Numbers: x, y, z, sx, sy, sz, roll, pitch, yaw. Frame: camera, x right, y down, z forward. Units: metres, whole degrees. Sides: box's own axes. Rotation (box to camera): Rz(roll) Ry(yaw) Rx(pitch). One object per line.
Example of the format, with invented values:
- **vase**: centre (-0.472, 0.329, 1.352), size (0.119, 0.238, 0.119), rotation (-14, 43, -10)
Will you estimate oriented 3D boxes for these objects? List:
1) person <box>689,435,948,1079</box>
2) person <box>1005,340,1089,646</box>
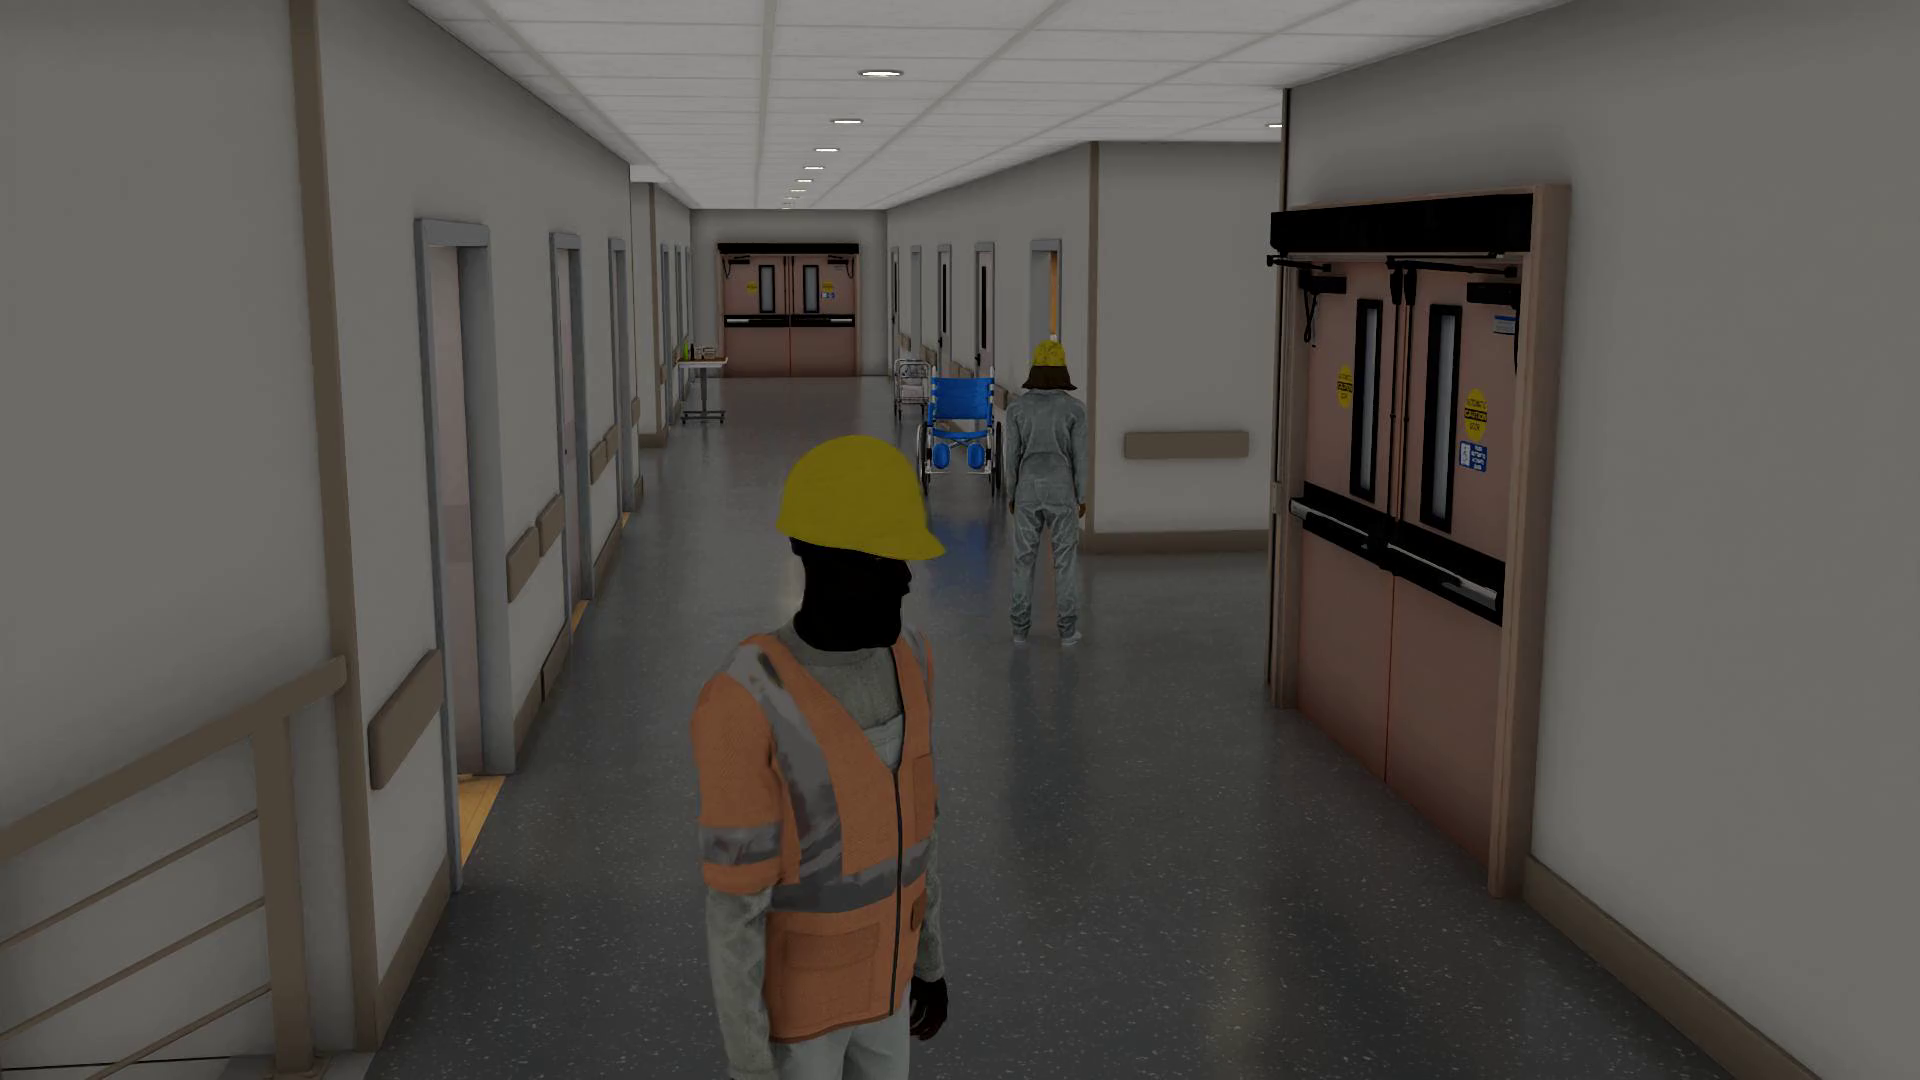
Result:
- **person**: centre (-0.204, 0.770, 2.914), size (0.398, 1.920, 0.586), rotation (6, 12, 32)
- **person**: centre (0.499, -0.268, 9.496), size (0.482, 1.735, 0.339), rotation (2, 10, 14)
